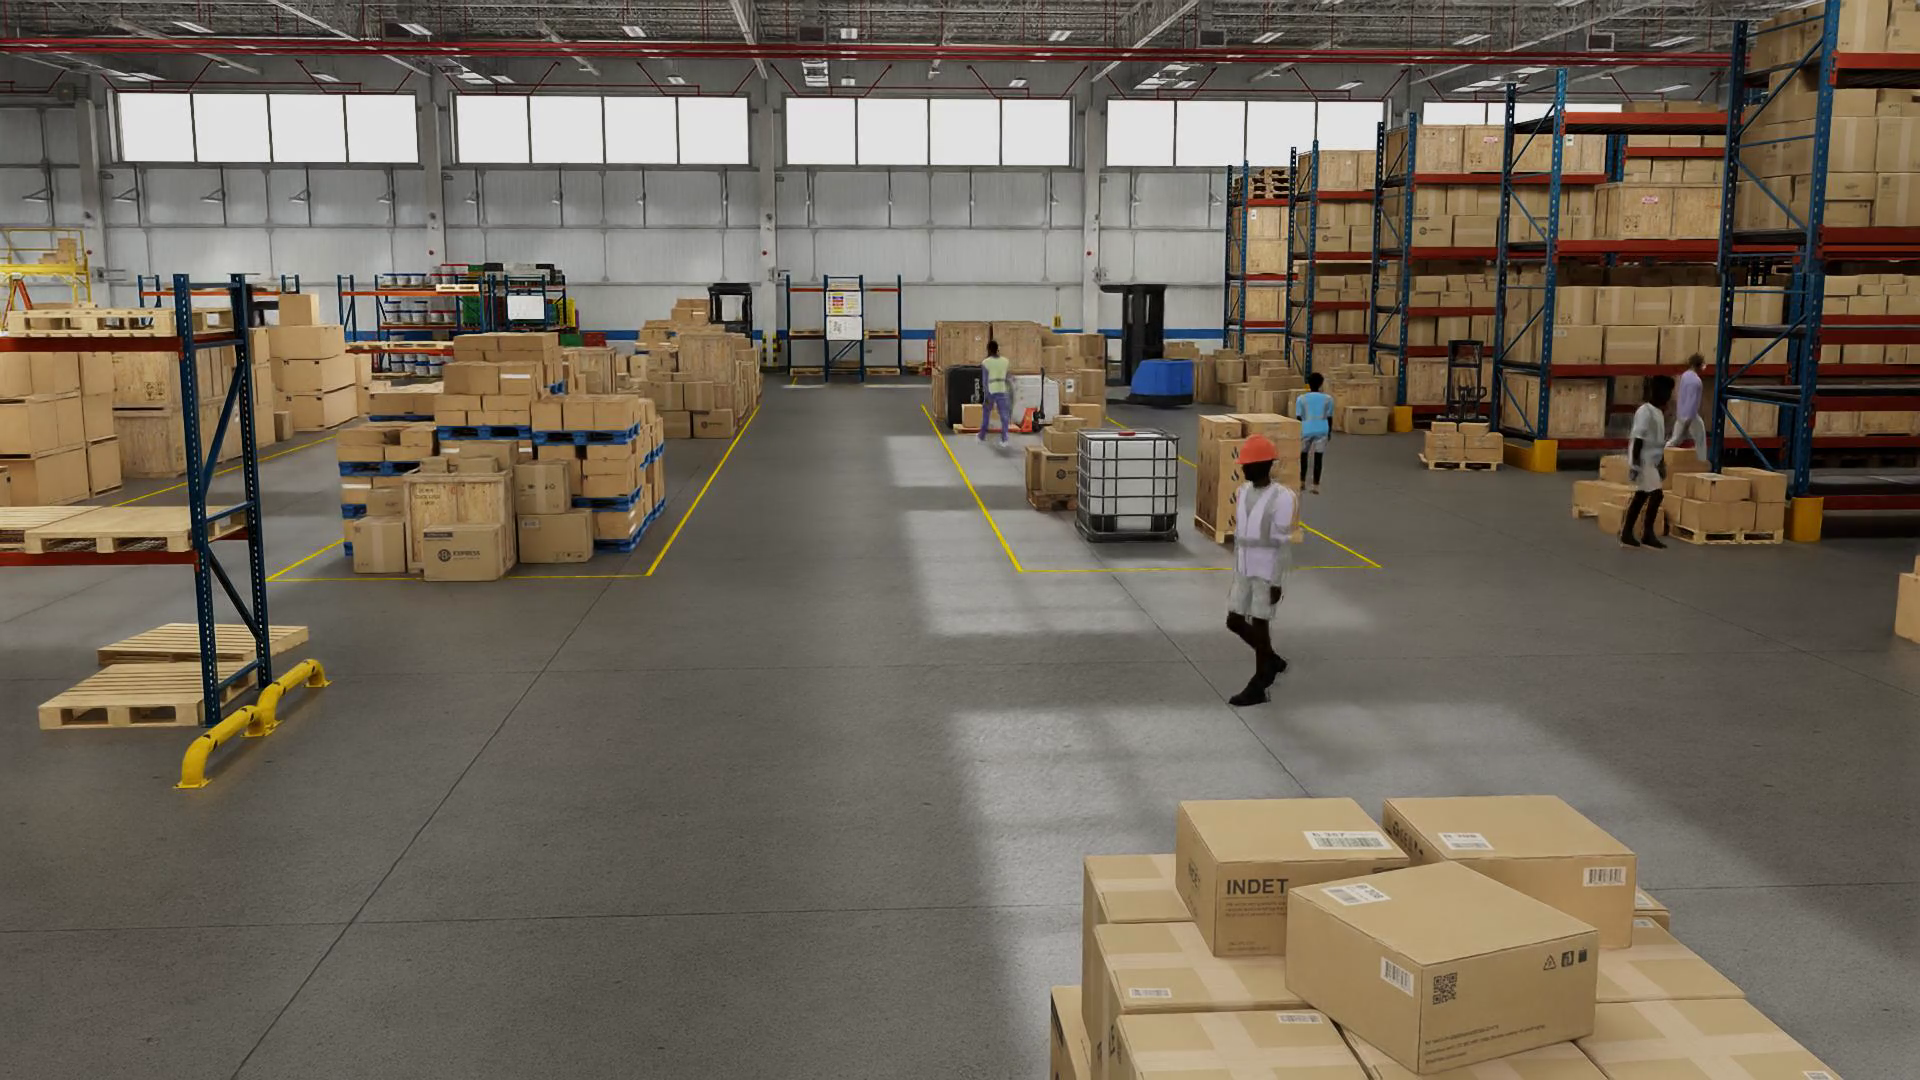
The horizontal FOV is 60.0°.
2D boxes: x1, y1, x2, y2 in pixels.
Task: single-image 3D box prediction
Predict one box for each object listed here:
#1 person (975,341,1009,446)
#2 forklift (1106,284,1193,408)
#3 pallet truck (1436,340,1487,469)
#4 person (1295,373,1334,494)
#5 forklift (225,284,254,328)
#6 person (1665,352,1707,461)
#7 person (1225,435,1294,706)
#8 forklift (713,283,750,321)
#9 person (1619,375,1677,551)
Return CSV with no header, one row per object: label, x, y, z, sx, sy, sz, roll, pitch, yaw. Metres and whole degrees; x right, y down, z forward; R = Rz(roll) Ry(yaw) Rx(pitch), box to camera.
person,0.610,-2.609,29.606,0.590,1.868,1.024,-5,10,-27
forklift,4.338,-4.489,38.217,1.873,2.768,1.129,8,12,40
pallet truck,8.004,-2.170,26.422,0.823,1.965,1.885,2,9,14
person,4.935,-1.505,23.250,0.551,1.662,0.802,1,9,4
forklift,-16.453,-4.480,38.161,1.873,2.768,1.129,-2,9,-10
person,10.745,-1.835,24.643,1.000,1.899,0.634,1,9,9
person,2.121,0.214,11.704,0.476,1.922,0.543,-5,11,-31
forklift,-5.939,-5.321,43.440,1.129,2.768,1.873,-1,9,-4
person,7.637,-0.842,18.270,0.727,1.930,0.638,7,11,36
